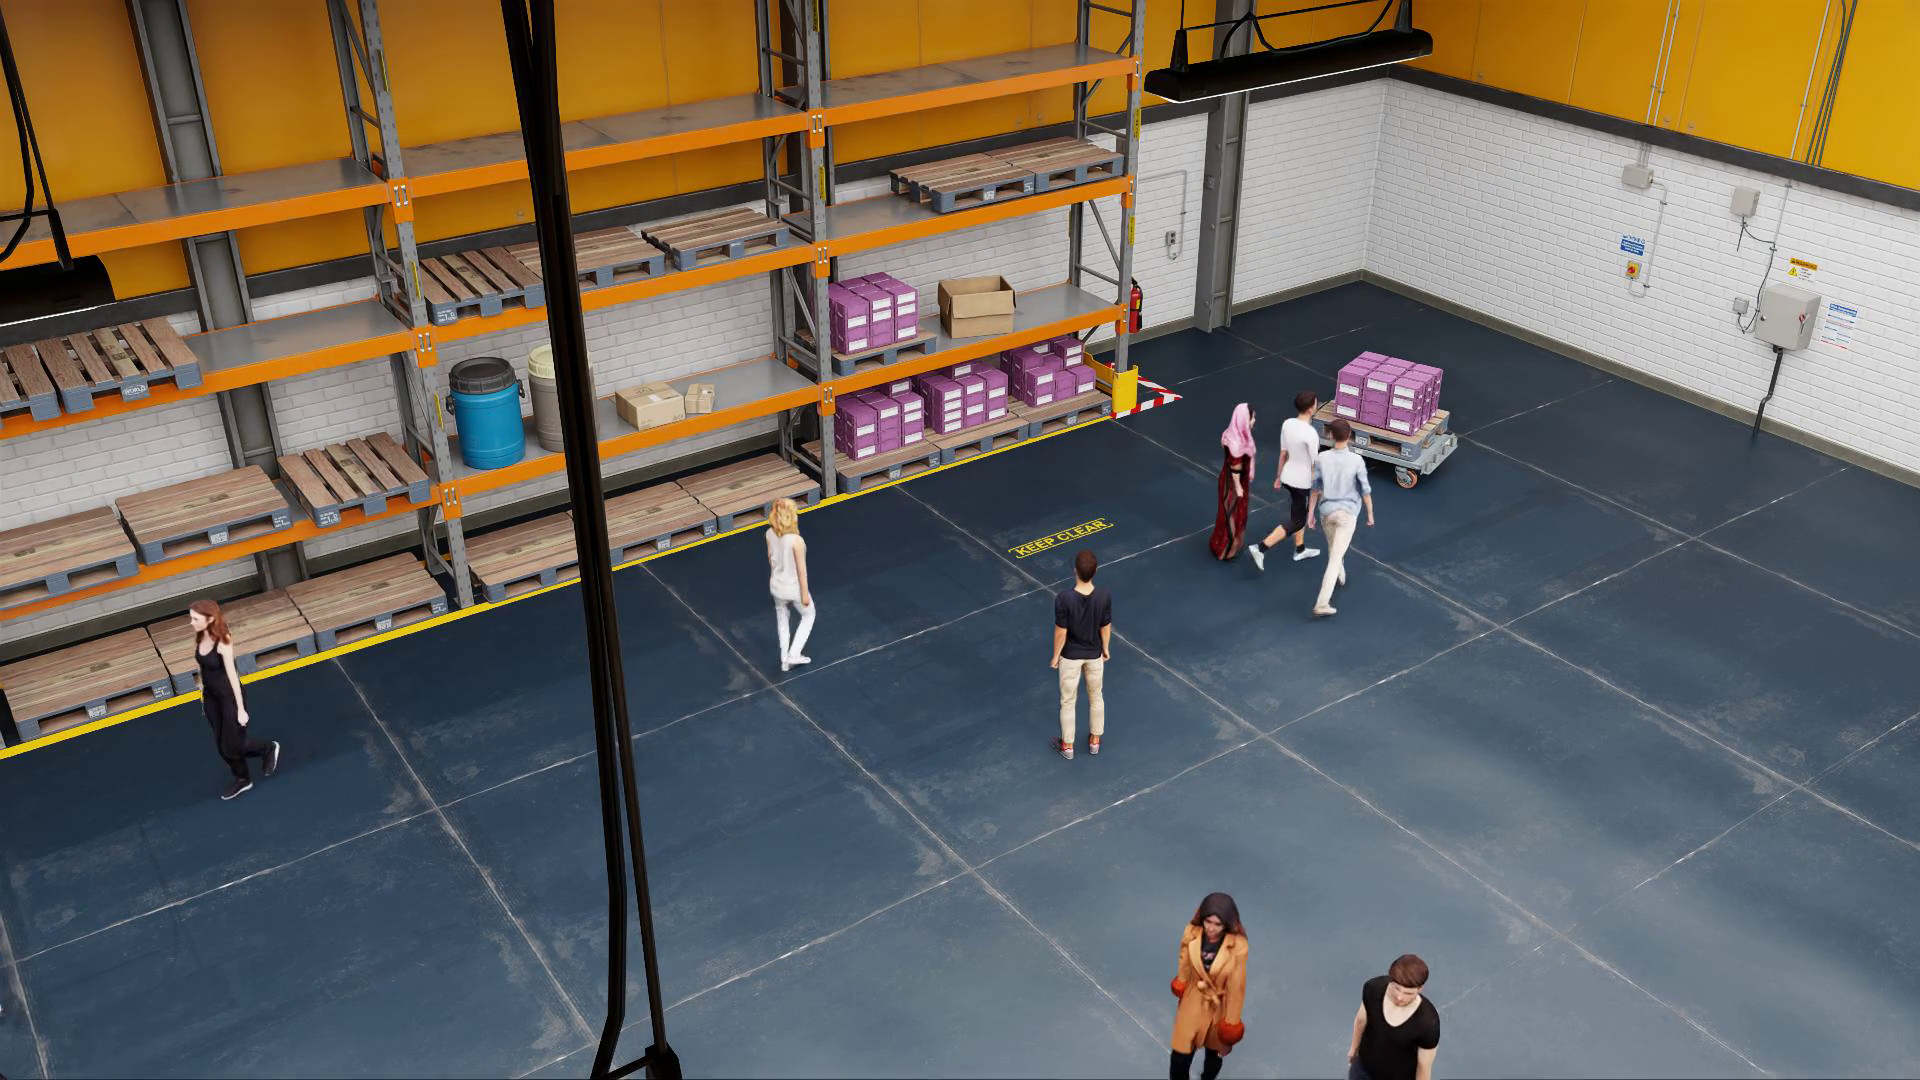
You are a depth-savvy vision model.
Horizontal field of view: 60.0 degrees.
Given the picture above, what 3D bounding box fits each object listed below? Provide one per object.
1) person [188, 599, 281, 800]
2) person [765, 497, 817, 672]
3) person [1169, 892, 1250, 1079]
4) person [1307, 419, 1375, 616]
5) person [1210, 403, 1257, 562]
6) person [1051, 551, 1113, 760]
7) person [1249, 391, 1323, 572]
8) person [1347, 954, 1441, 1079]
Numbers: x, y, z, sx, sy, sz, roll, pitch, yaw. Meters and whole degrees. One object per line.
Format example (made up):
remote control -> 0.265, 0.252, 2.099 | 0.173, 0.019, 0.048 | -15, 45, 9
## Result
person -> -5.607, 1.189, 12.862 | 0.798, 1.736, 0.888 | 13, 31, 23
person -> -1.534, 0.420, 14.349 | 0.698, 1.662, 0.685 | 19, 34, 31
person -> 1.535, 2.769, 10.002 | 0.864, 1.702, 0.935 | 13, 31, 22
person -> 3.445, -0.174, 15.302 | 1.087, 1.793, 1.345 | 18, 33, 30
person -> 2.673, -0.580, 16.210 | 0.844, 1.637, 0.749 | 8, 30, 15
person -> 0.972, 0.912, 13.242 | 0.584, 1.860, 0.754 | -7, 29, -13
person -> 3.178, -0.533, 15.926 | 1.173, 1.826, 0.814 | -12, 31, -20
person -> 2.469, 2.972, 9.455 | 0.847, 1.870, 0.785 | -25, 37, -38
